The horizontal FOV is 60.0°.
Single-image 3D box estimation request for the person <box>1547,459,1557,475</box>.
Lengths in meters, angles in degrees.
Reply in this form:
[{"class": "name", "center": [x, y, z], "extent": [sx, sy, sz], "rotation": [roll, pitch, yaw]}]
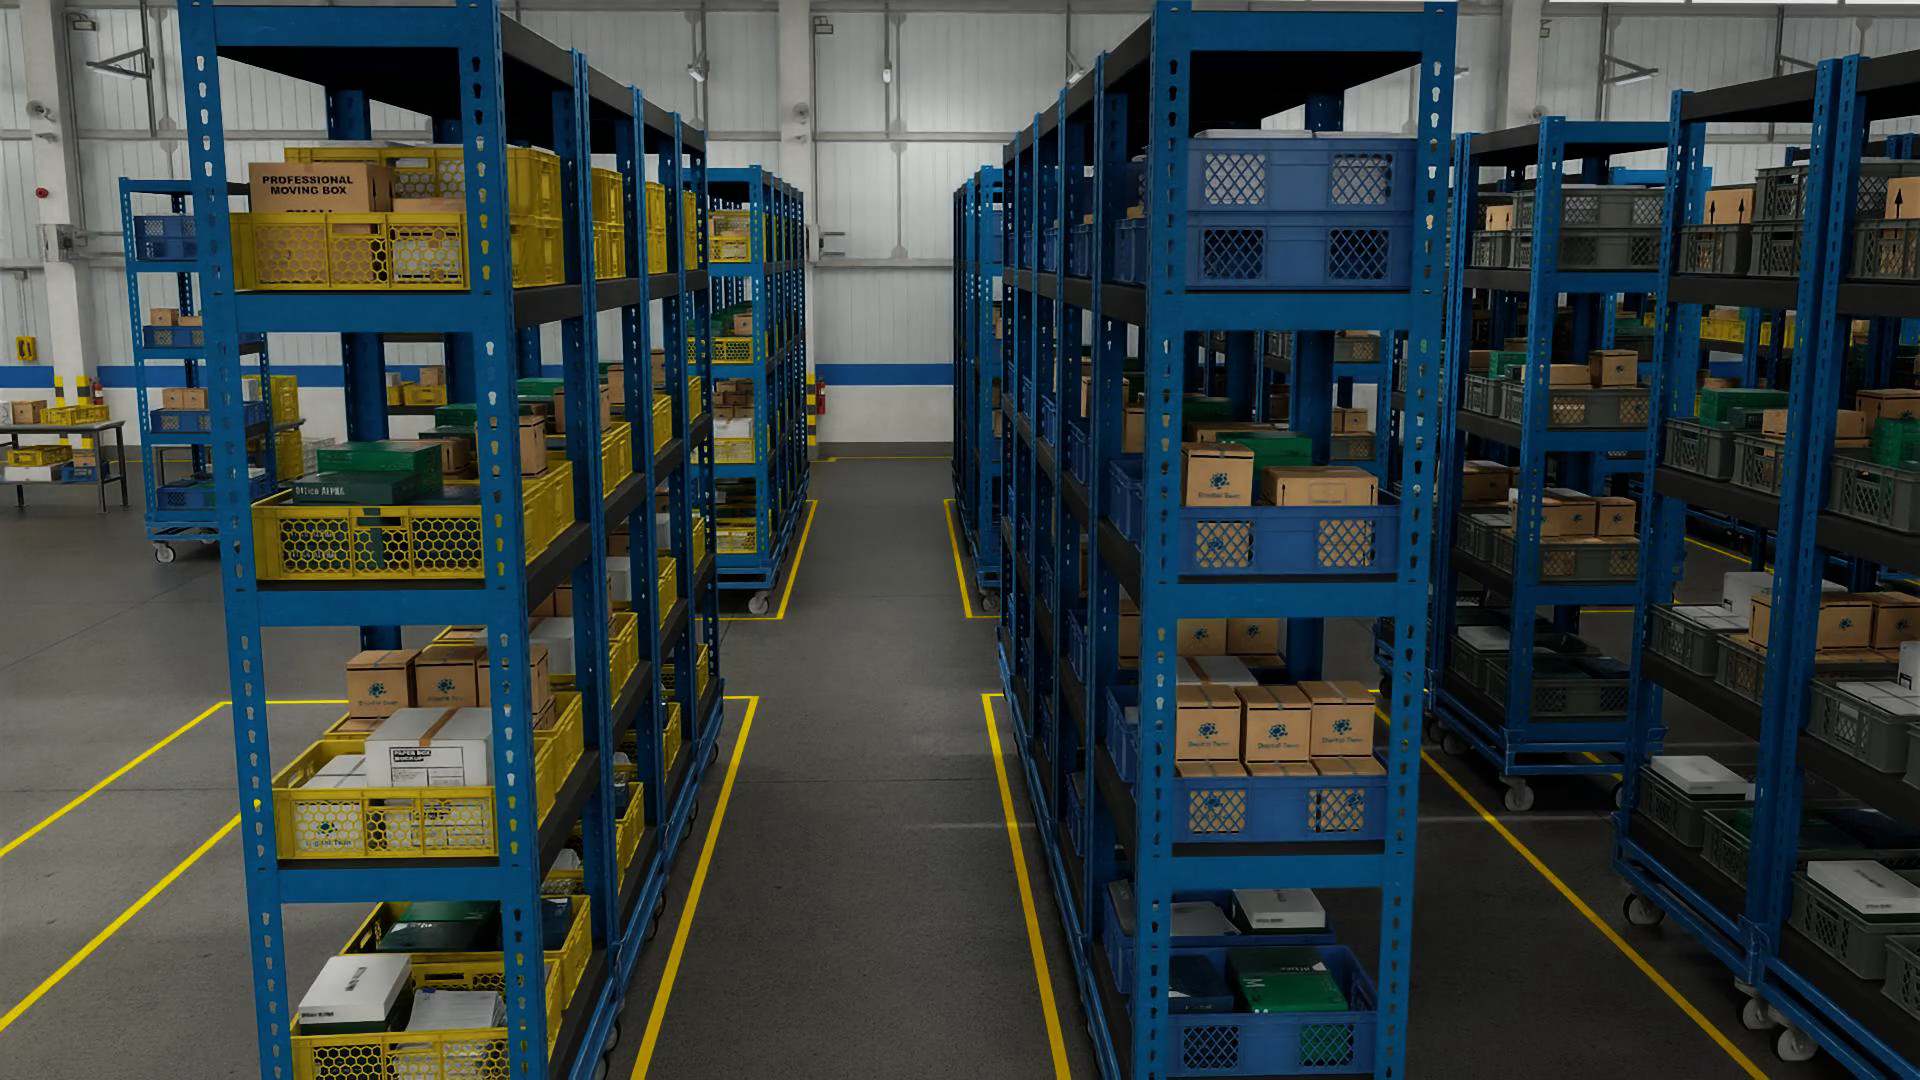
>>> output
[{"class": "person", "center": [7.794, -1.735, 21.666], "extent": [0.806, 1.815, 0.593], "rotation": [0, 10, -1]}]
